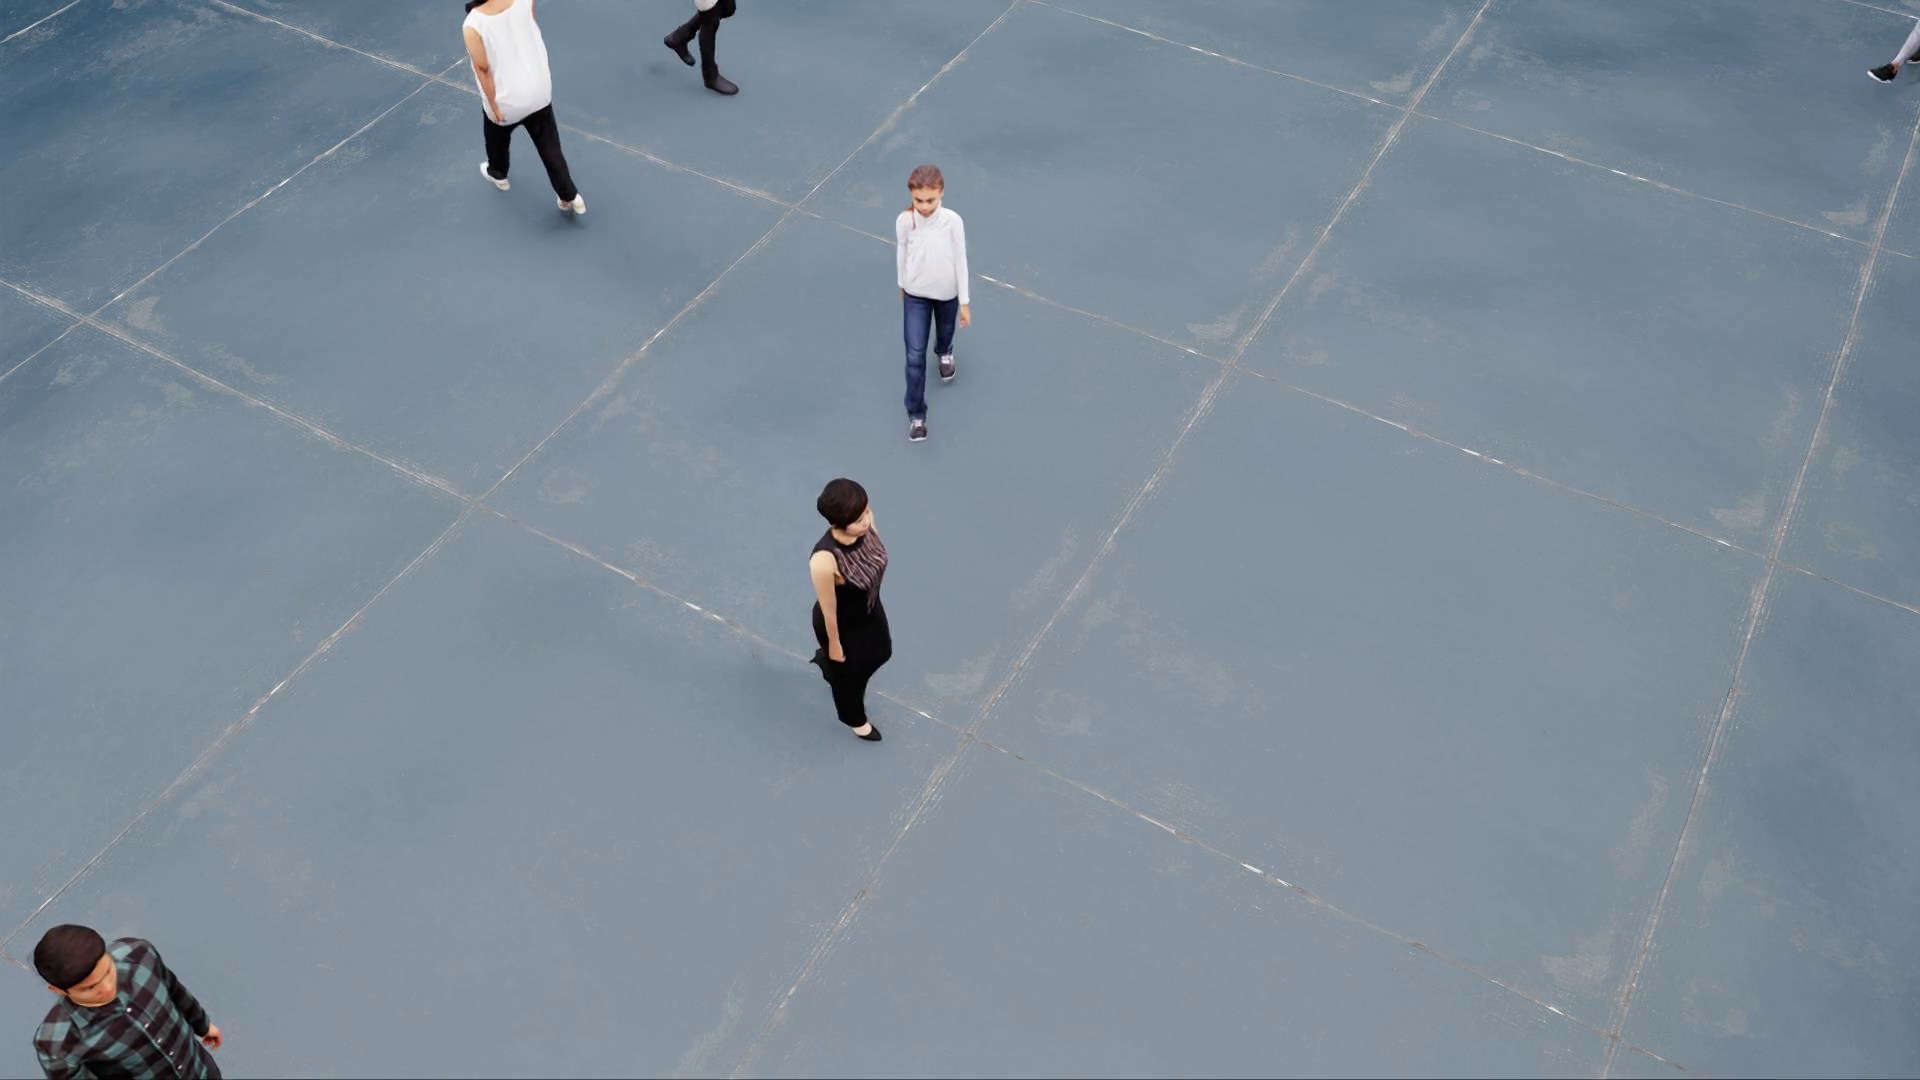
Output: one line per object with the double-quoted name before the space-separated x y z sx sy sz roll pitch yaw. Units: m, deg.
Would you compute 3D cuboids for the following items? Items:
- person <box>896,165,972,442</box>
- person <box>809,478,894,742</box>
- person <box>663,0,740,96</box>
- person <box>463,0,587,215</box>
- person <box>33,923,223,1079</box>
"person" -0.130 -1.362 8.800 1.074 1.507 0.973 -1 47 -1
"person" -0.546 0.290 7.214 0.670 1.594 0.576 24 52 21
"person" -1.764 -3.741 10.807 0.835 1.790 0.703 15 49 13
"person" -2.616 -2.663 9.909 0.881 1.645 1.197 -35 56 -28
"person" -2.645 1.752 5.431 0.600 1.713 0.723 13 49 12
